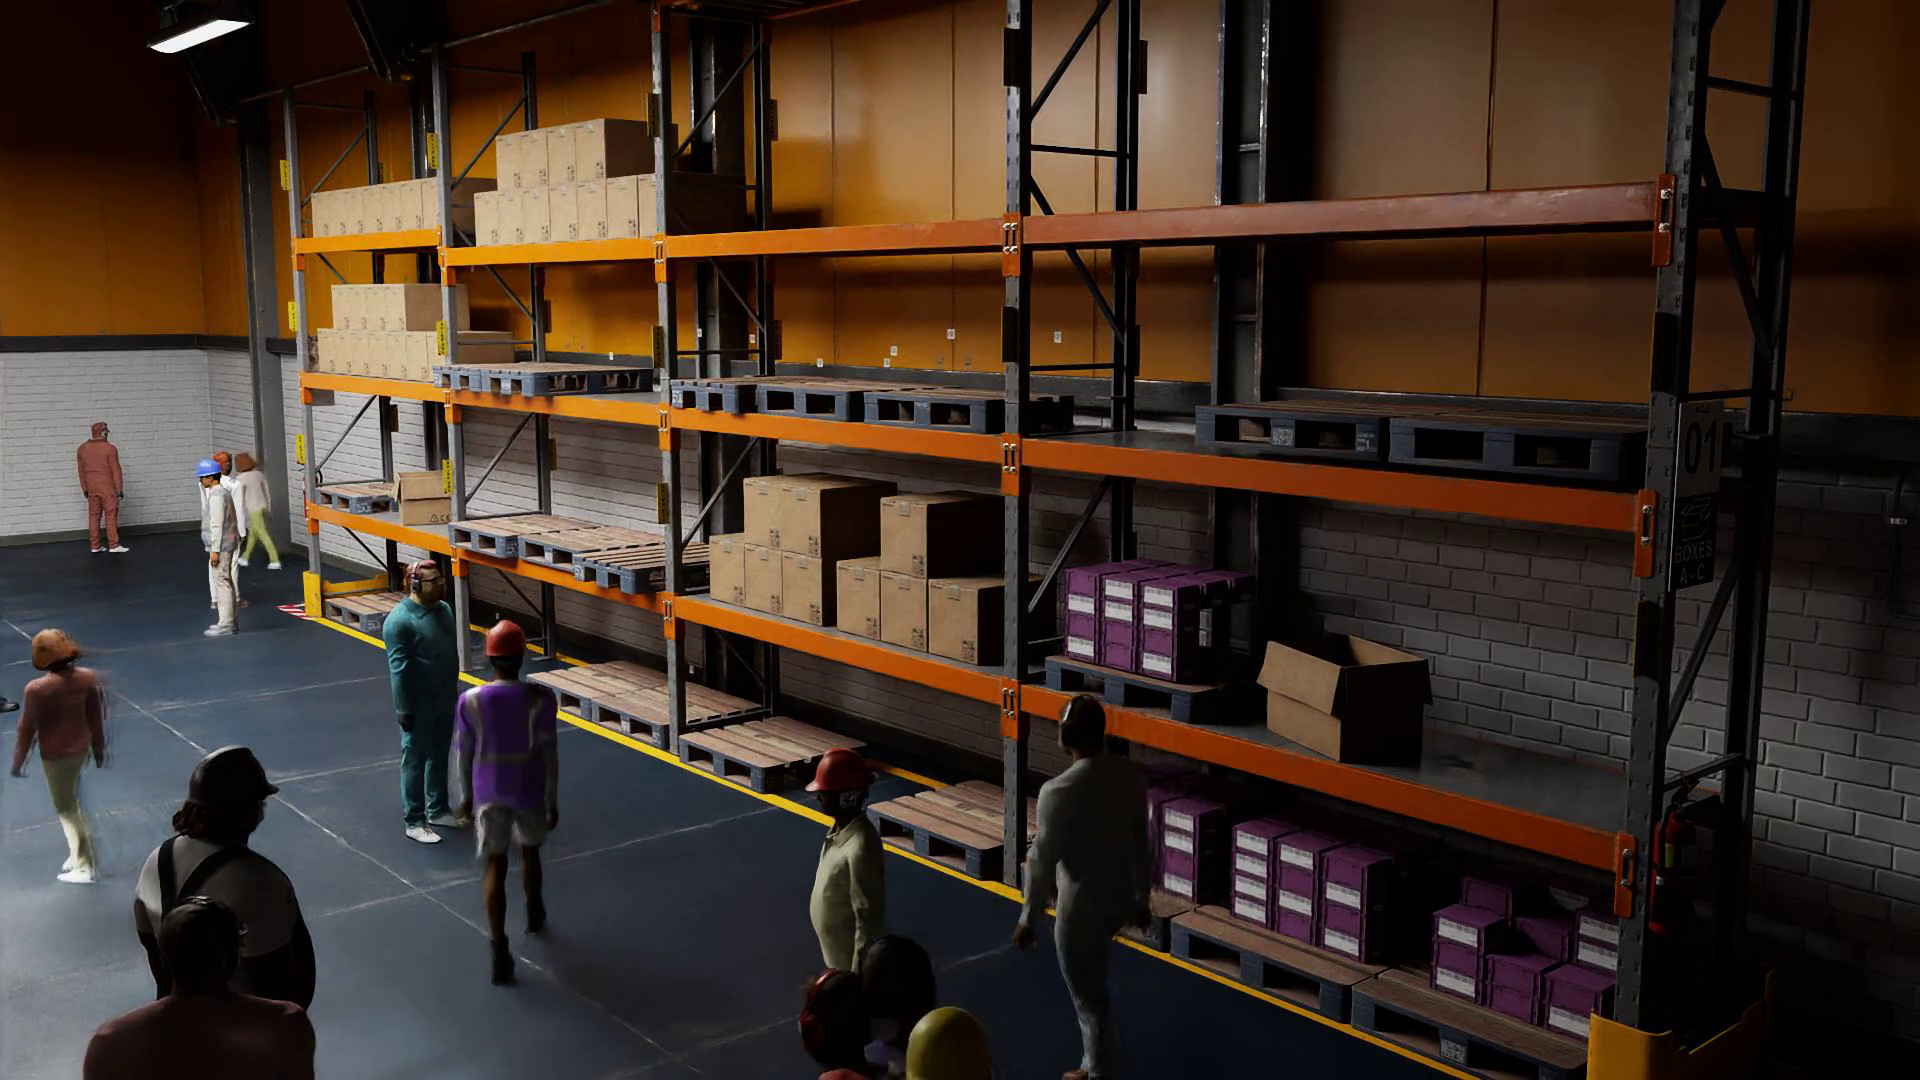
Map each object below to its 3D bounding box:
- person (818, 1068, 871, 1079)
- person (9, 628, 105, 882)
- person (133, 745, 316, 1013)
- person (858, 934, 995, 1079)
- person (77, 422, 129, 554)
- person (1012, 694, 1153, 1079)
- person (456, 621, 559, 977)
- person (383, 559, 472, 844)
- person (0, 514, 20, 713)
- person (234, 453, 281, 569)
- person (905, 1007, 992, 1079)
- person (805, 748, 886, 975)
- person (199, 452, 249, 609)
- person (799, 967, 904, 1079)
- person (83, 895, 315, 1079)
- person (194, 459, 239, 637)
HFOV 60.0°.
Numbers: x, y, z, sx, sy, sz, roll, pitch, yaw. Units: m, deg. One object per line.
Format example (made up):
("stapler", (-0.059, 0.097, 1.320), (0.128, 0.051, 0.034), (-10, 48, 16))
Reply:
("person", (-0.263, 2.157, 3.502), (0.645, 2.013, 0.568), (7, 11, 42))
("person", (-5.654, 1.350, 10.421), (0.507, 1.610, 0.494), (2, 8, 13))
("person", (-2.657, 1.750, 6.180), (0.688, 2.000, 0.536), (4, 9, 28))
("person", (-0.121, 2.021, 4.846), (0.624, 1.898, 0.964), (6, 10, 38))
("person", (-12.379, -0.753, 24.047), (0.651, 1.906, 0.403), (2, 8, 11))
("person", (0.536, 1.636, 7.399), (0.601, 1.915, 0.647), (6, 10, 38))
("person", (-2.509, 1.393, 9.237), (0.564, 1.884, 1.007), (-1, 8, -10))
("person", (-3.598, 1.078, 11.303), (0.407, 1.913, 0.641), (2, 9, 17))
("person", (-8.638, 0.569, 14.746), (0.553, 1.935, 0.362), (8, 11, 43))
("person", (-9.606, -0.391, 22.601), (0.811, 1.581, 0.516), (2, 8, 13))
("person", (-0.043, 2.109, 4.262), (0.597, 1.863, 0.982), (3, 9, 18))
("person", (-0.500, 1.753, 7.162), (0.343, 1.748, 0.581), (-2, 8, -15))
("person", (-8.703, -0.108, 19.685), (0.568, 1.878, 0.350), (2, 8, 11))
("person", (-0.275, 2.105, 4.607), (0.793, 1.778, 0.605), (7, 11, 39))
("person", (-2.183, 1.990, 4.882), (0.628, 1.936, 0.377), (-2, 8, -12))
("person", (-8.107, 0.080, 18.181), (0.418, 1.932, 0.617), (-3, 9, -19))
